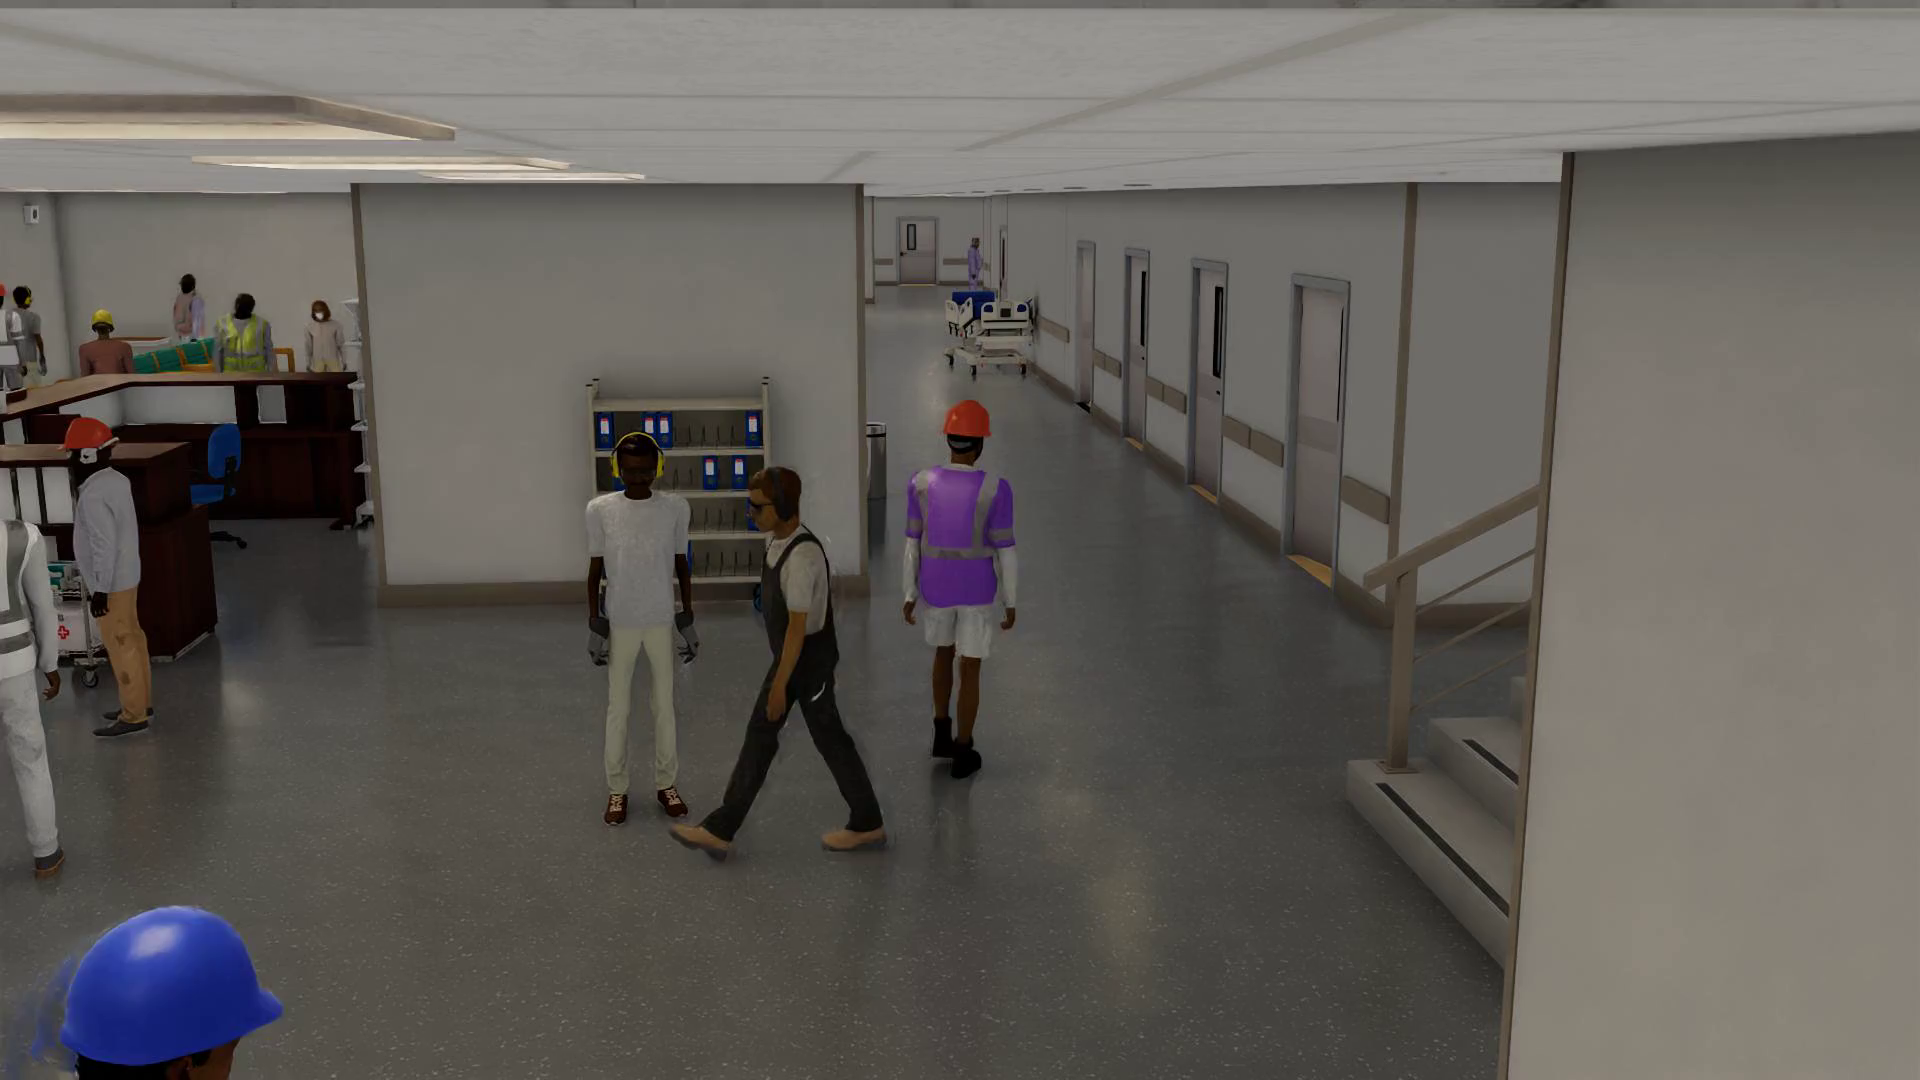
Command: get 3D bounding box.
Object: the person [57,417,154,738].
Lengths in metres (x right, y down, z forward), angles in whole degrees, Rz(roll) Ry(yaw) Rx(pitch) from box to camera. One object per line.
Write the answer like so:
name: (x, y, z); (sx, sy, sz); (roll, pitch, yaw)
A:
person: (-4.671, 0.200, 9.088); (0.341, 1.750, 0.566); (-3, 12, -14)

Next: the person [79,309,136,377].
person: (-8.978, -1.543, 17.580); (0.525, 1.769, 0.311); (-5, 12, -22)

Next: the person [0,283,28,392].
person: (-11.654, -2.175, 20.244); (0.542, 1.938, 0.358); (-3, 12, -15)

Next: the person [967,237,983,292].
person: (0.410, -7.277, 45.267); (0.404, 1.903, 0.636); (1, 12, 6)

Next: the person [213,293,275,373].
person: (-8.397, -1.971, 19.548); (0.682, 1.823, 0.431); (-4, 12, -17)

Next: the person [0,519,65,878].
person: (-4.133, 0.552, 7.051); (0.575, 1.885, 0.355); (-8, 14, -33)

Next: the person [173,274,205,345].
person: (-11.580, -3.087, 25.038); (0.445, 1.813, 0.681); (-10, 15, -41)

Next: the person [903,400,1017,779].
person: (0.015, 0.248, 8.441); (0.581, 1.917, 0.474); (4, 12, 17)

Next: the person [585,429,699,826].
person: (-1.488, 0.407, 7.808); (0.517, 1.865, 0.328); (-4, 12, -18)

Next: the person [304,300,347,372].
person: (-8.304, -2.332, 21.798); (0.523, 1.613, 0.401); (-2, 12, -9)

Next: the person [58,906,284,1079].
person: (-1.149, 1.471, 2.436); (0.631, 1.927, 0.459); (5, 13, 22)

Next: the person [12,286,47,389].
person: (-11.681, -2.240, 20.792); (0.569, 1.849, 0.383); (0, 12, -1)

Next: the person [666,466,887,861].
person: (-0.773, 0.557, 7.258); (1.006, 1.780, 0.529); (-4, 12, -19)
